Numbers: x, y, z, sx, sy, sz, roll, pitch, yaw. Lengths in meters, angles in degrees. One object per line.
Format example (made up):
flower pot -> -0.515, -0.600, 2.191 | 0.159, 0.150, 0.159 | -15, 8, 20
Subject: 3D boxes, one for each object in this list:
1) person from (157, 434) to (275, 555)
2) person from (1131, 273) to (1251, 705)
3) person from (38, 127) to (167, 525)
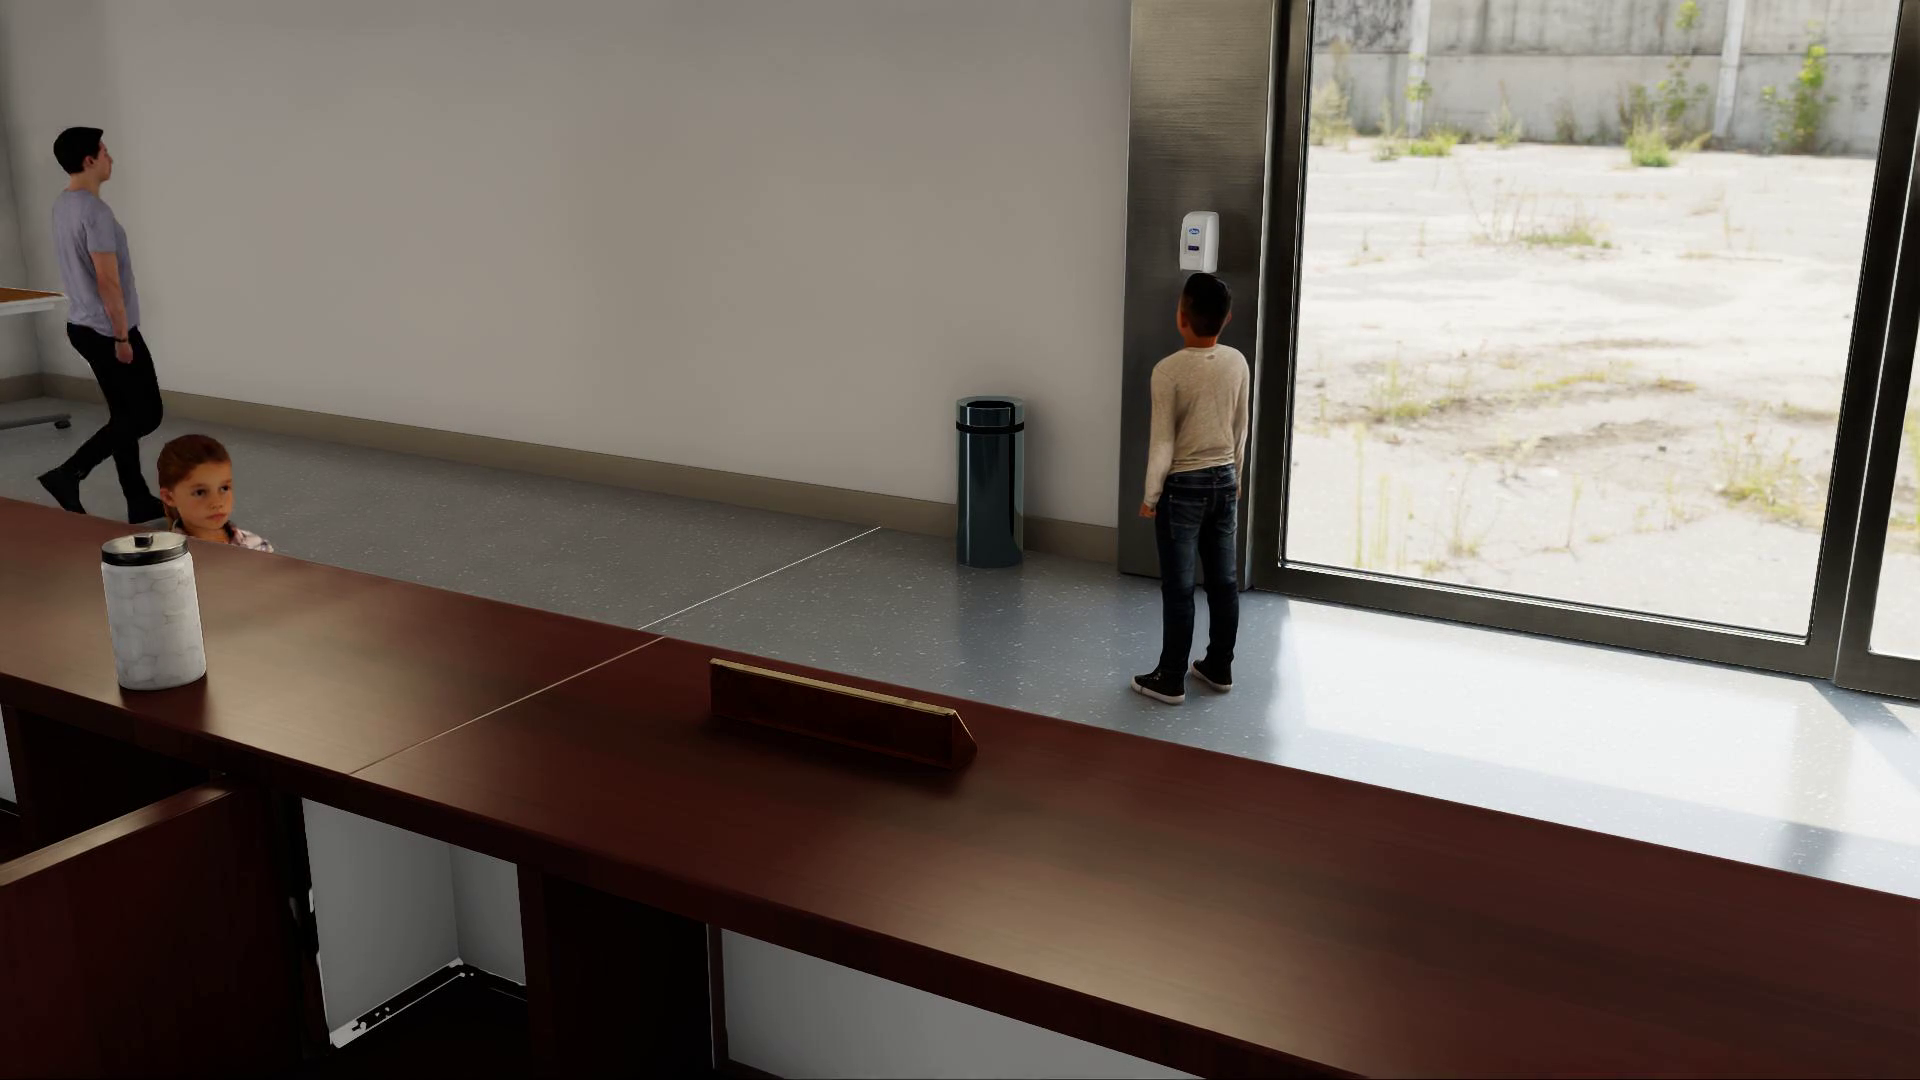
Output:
person -> -1.838, 0.368, 4.041 | 0.590, 1.302, 0.572 | 11, 19, 33
person -> 0.808, -0.171, 5.653 | 0.593, 1.465, 0.687 | -8, 18, -27
person -> -4.010, -0.937, 7.660 | 0.815, 1.850, 0.991 | 15, 21, 42
